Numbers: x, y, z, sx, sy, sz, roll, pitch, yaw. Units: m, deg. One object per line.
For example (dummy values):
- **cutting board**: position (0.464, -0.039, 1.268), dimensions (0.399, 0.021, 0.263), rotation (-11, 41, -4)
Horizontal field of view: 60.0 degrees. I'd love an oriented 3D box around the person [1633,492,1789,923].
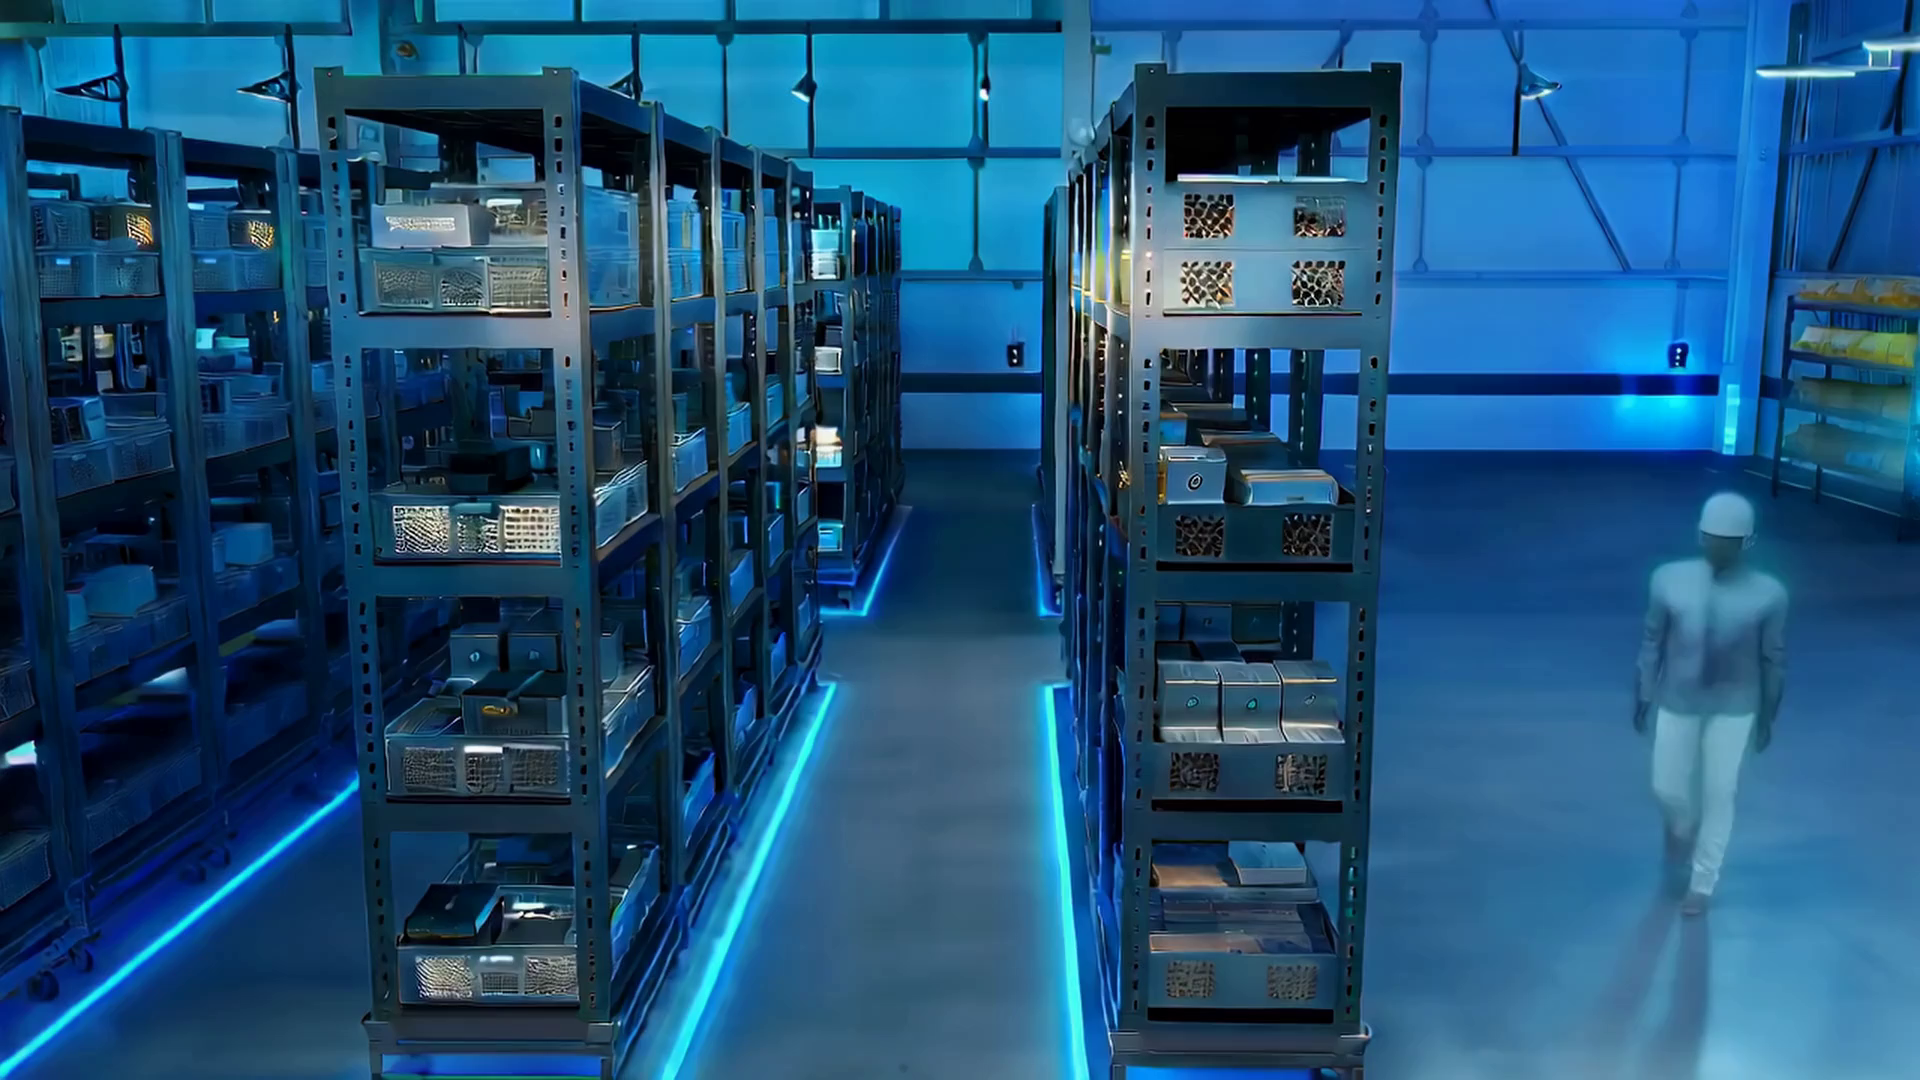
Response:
- **person**: position (3.488, 0.738, 7.739), dimensions (0.629, 1.979, 0.663), rotation (6, 12, 33)
